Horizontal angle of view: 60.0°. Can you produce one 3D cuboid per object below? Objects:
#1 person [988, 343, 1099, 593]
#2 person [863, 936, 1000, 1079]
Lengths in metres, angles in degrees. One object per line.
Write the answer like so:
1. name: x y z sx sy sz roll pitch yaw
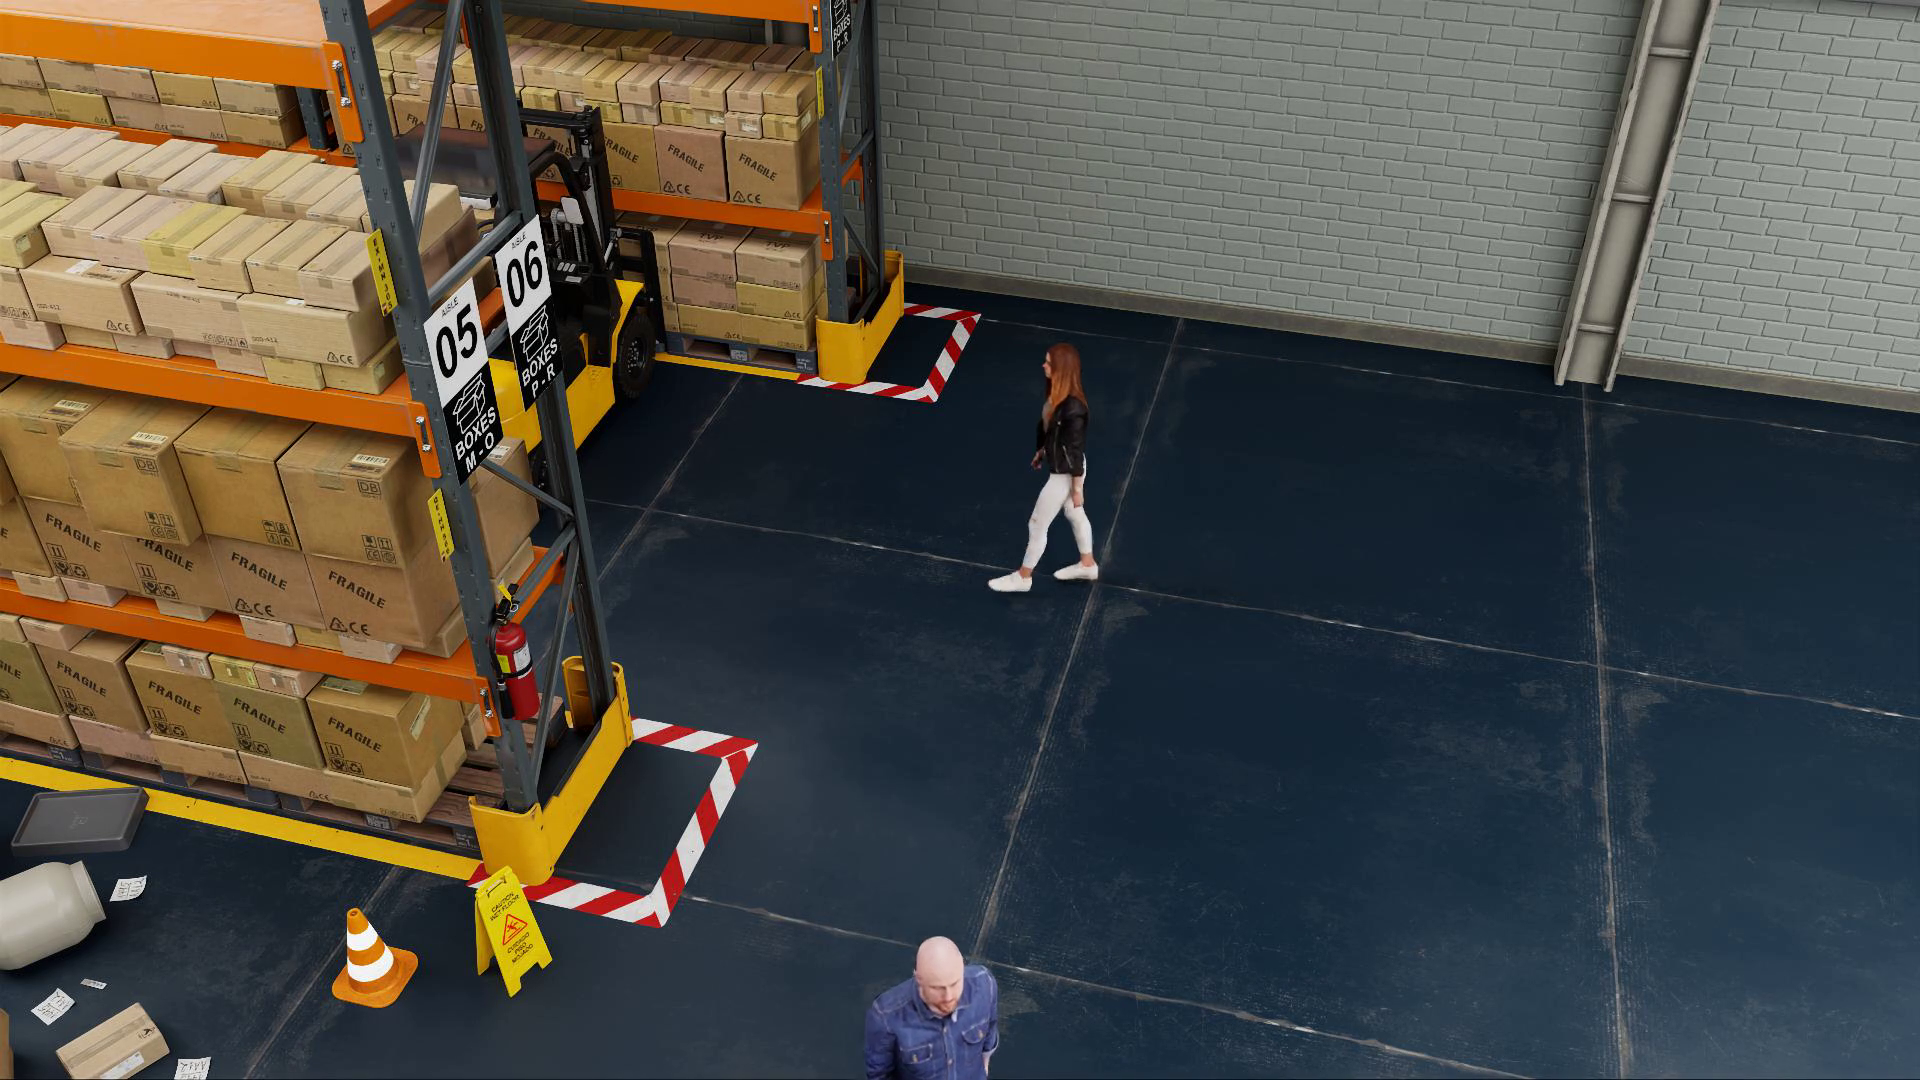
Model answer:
1. person: 0.695 -0.408 9.830 1.021 1.683 0.826 -3 37 -4
2. person: -0.130 2.101 6.443 1.244 1.788 1.208 -12 39 -15
